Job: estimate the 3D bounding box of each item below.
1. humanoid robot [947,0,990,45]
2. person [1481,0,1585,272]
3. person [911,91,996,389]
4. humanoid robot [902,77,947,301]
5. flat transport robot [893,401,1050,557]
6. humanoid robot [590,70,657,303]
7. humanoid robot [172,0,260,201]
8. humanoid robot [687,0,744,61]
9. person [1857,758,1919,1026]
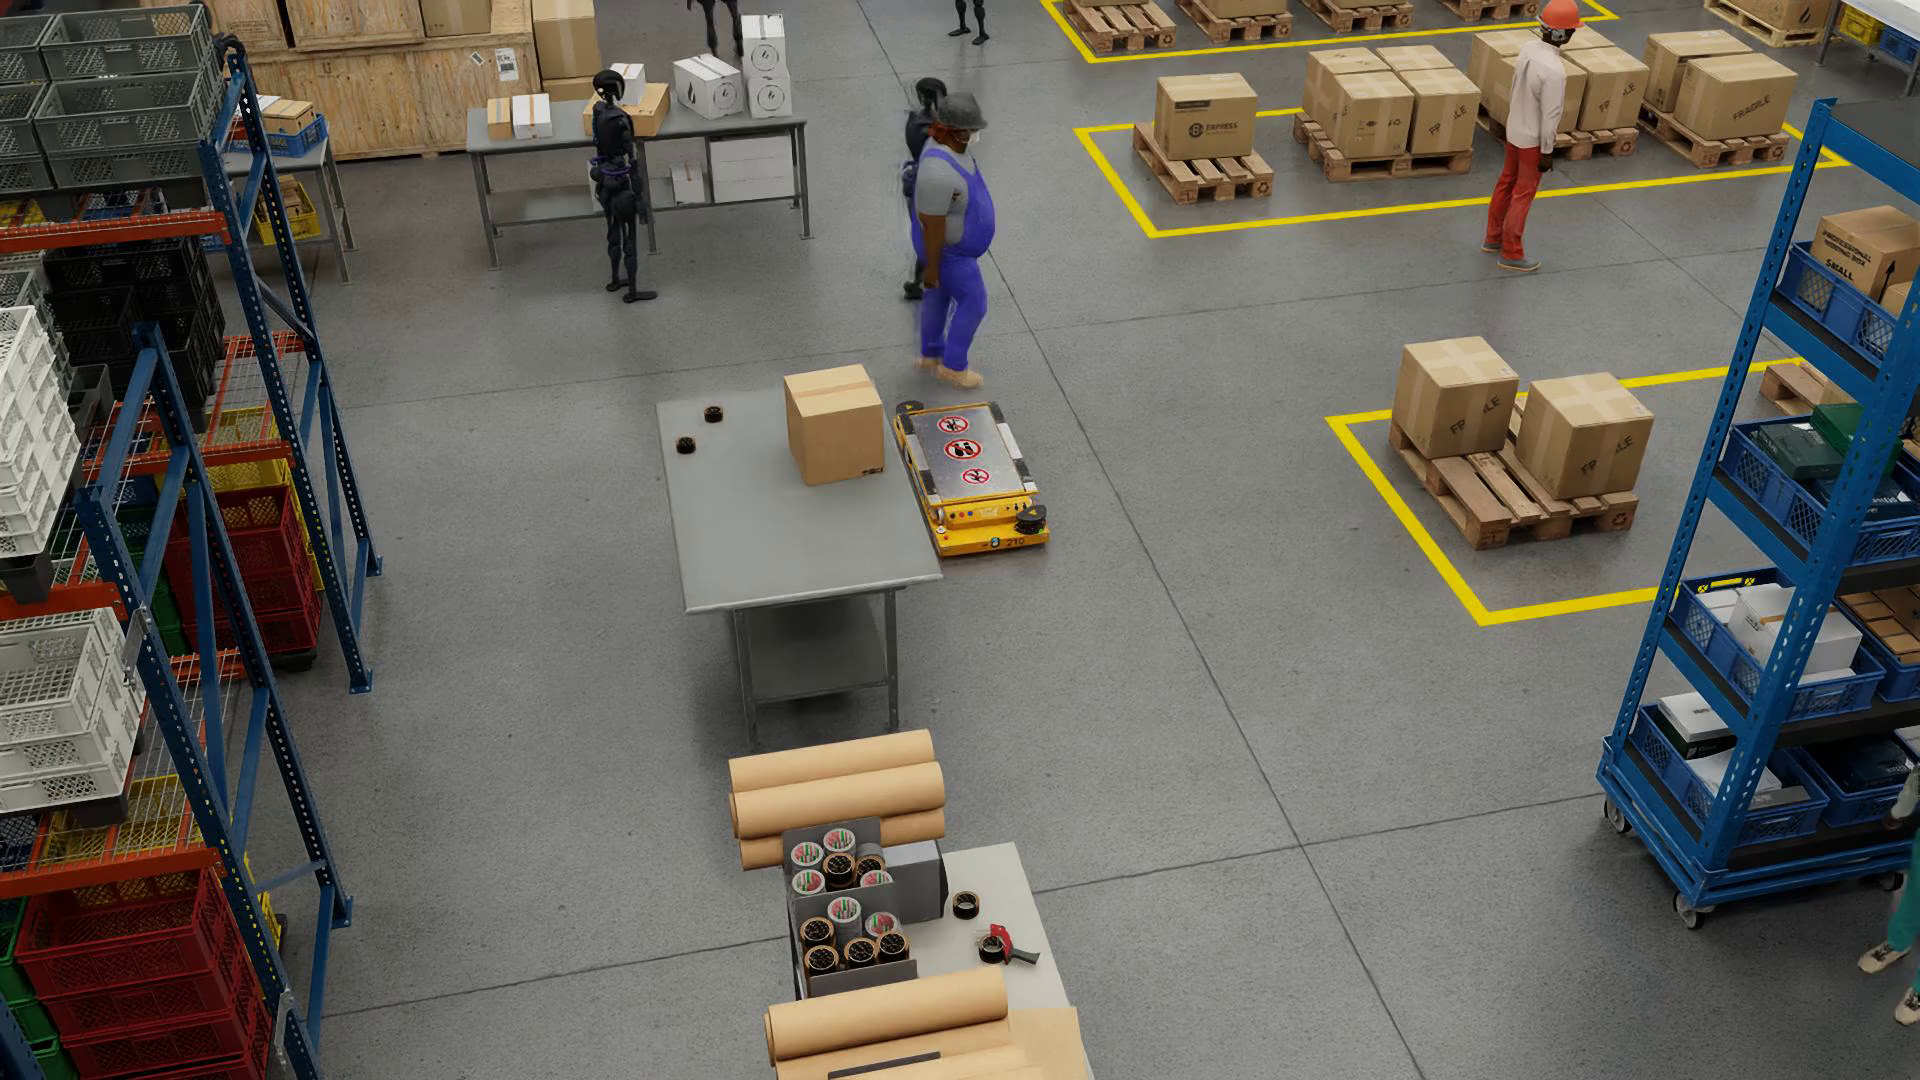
[{"bbox_3d":[0.054,-5.596,15.897,0.593,1.646,0.366,30,46,34],"label":"humanoid robot"},{"bbox_3d":[4.145,-2.926,12.042,0.378,1.994,0.615,-5,37,-7],"label":"person"},{"bbox_3d":[-0.016,-1.931,10.666,0.600,2.000,0.699,0,37,0],"label":"person"},{"bbox_3d":[-0.223,-2.411,11.621,0.424,1.646,0.602,-2,37,-3],"label":"humanoid robot"},{"bbox_3d":[0.046,-0.430,10.108,0.652,0.197,1.431,-8,37,-10],"label":"flat transport robot"},{"bbox_3d":[-2.404,-2.504,11.727,0.327,1.657,0.591,-24,43,-28],"label":"humanoid robot"},{"bbox_3d":[-5.683,-3.335,12.841,0.591,1.660,0.326,-17,40,-21],"label":"humanoid robot"},{"bbox_3d":[-2.216,-5.153,15.312,0.655,1.635,0.450,-9,38,-12],"label":"humanoid robot"},{"bbox_3d":[4.020,1.203,6.688,0.415,1.761,0.538,-21,41,-26],"label":"person"}]
